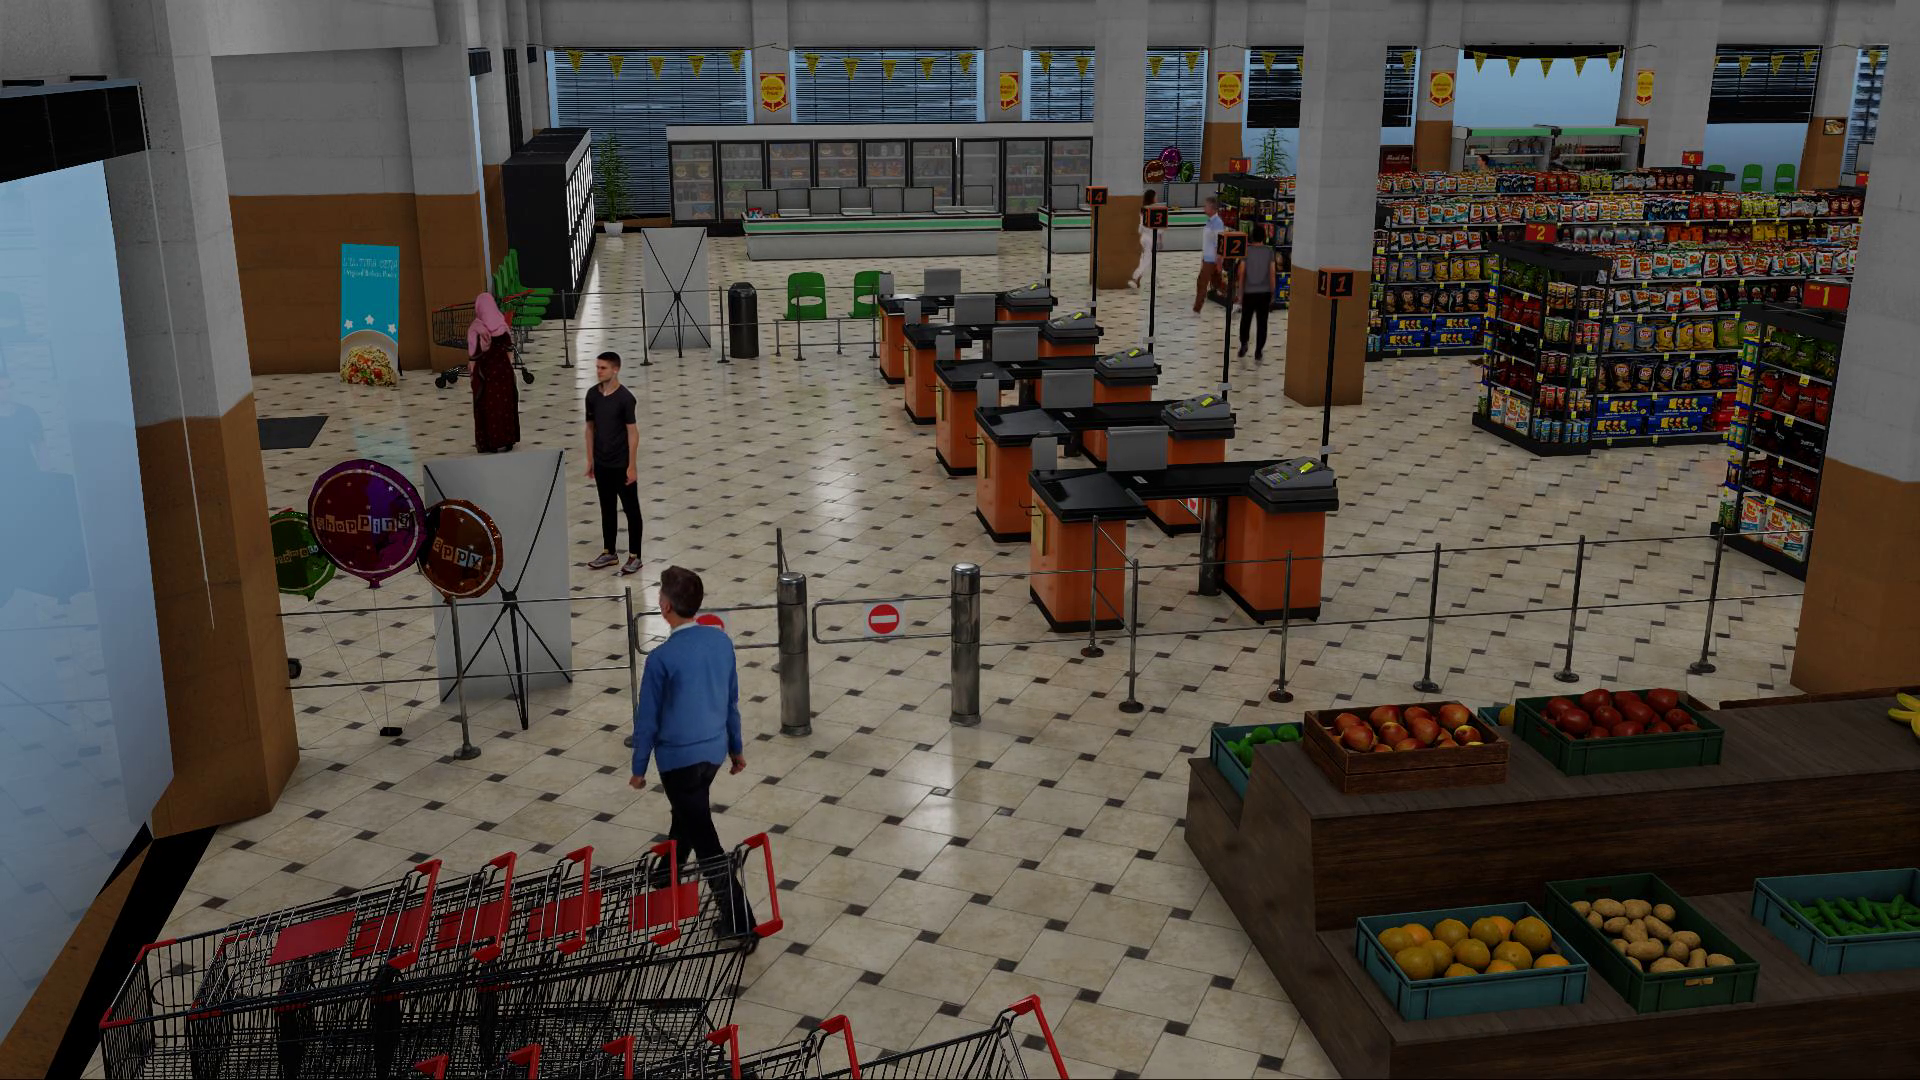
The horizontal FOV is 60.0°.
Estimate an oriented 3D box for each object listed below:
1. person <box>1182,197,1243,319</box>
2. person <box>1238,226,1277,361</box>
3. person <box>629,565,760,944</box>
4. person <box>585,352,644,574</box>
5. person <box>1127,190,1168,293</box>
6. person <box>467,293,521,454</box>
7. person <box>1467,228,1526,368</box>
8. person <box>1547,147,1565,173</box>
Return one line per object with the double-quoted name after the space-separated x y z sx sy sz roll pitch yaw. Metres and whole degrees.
3.873 -4.198 24.921 1.218 1.784 0.815 0 17 -1 "person"
3.885 -3.213 21.749 0.730 1.743 0.813 4 17 14 "person"
-1.191 1.034 7.713 1.199 1.772 1.188 14 22 39 "person"
-2.730 -0.619 13.171 0.685 1.764 0.776 8 19 26 "person"
3.093 -4.924 27.526 1.145 1.659 0.833 -9 19 -27 "person"
-4.782 -1.714 16.992 0.693 1.639 0.811 -12 21 -35 "person"
7.078 -3.021 21.034 0.974 1.790 0.714 -2 17 -7 "person"
12.936 -7.569 35.987 0.990 1.806 0.752 -1 17 -2 "person"
